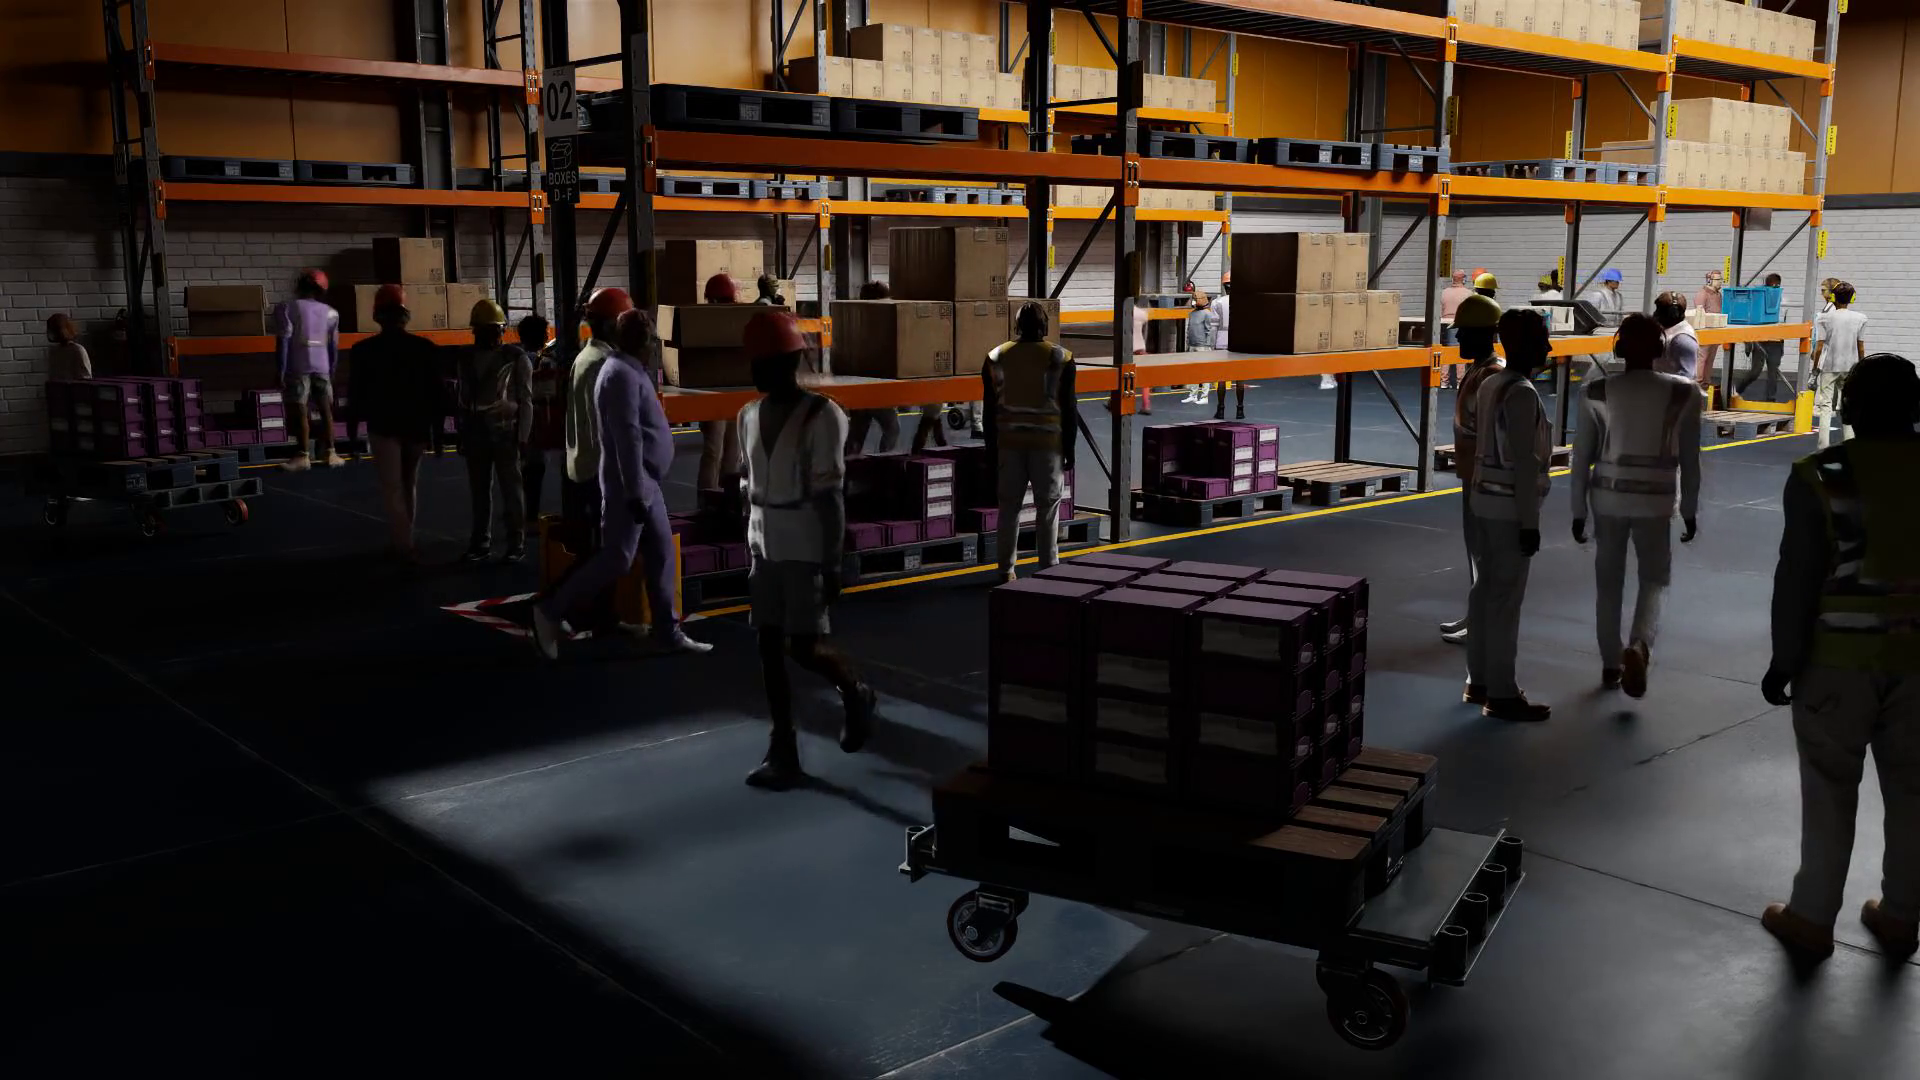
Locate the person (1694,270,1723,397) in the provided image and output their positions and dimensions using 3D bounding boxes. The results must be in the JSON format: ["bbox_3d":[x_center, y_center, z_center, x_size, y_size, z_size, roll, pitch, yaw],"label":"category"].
[{"bbox_3d":[11.384,-3.127,25.239,0.643,1.908,0.410,-8,13,-41],"label":"person"}]

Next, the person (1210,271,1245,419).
[{"bbox_3d":[3.529,-2.537,21.716,0.543,1.932,0.365,0,10,3],"label":"person"}]

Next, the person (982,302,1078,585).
[{"bbox_3d":[0.457,-0.604,10.686,0.629,1.837,0.429,3,10,17],"label":"person"}]

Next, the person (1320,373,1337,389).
[{"bbox_3d":[6.054,-3.352,26.781,0.771,1.834,0.507,-7,12,-36],"label":"person"}]

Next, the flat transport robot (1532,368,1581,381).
[{"bbox_3d":[9.674,-2.801,28.110,1.431,0.197,0.652,-2,10,-11],"label":"flat transport robot"}]

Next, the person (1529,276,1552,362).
[{"bbox_3d":[10.404,-3.818,29.696,0.315,1.769,0.524,-9,13,-43],"label":"person"}]

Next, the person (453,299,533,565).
[{"bbox_3d":[-3.237,-0.741,11.484,0.586,1.834,0.403,2,10,14],"label":"person"}]

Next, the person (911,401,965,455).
[{"bbox_3d":[-0.195,-1.485,15.688,0.565,1.880,0.997,9,13,42],"label":"person"}]

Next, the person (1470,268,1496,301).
[{"bbox_3d":[8.546,-3.509,27.416,0.374,1.928,0.543,-5,11,-26],"label":"person"}]

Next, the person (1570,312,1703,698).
[{"bbox_3d":[3.223,-0.157,7.980,0.586,1.866,0.715,5,11,25],"label":"person"}]

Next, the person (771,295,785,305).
[{"bbox_3d":[-2.074,-1.918,18.776,0.315,1.696,0.540,-9,13,-41],"label":"person"}]

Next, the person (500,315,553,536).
[{"bbox_3d":[-3.243,-0.860,12.634,0.546,1.687,0.360,9,13,44],"label":"person"}]

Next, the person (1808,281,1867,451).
[{"bbox_3d":[8.961,-1.705,17.021,0.513,1.872,0.331,1,10,8],"label":"person"}]

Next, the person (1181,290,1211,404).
[{"bbox_3d":[3.431,-2.775,23.973,0.280,1.634,0.498,-6,11,-31],"label":"person"}]

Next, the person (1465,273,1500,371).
[{"bbox_3d":[5.948,-2.074,19.013,0.369,1.928,0.586,-2,10,-13],"label":"person"}]

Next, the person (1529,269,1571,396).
[{"bbox_3d":[8.896,-3.123,25.112,0.745,1.942,0.624,-1,10,-4],"label":"person"}]

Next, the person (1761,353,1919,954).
[{"bbox_3d":[2.756,0.355,5.070,0.622,1.837,0.430,0,10,0],"label":"person"}]

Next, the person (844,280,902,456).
[{"bbox_3d":[-0.713,-1.312,14.620,0.744,1.909,0.650,-3,10,-19],"label":"person"}]

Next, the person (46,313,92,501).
[{"bbox_3d":[-7.742,-1.151,14.471,0.507,1.631,0.271,5,11,29],"label":"person"}]

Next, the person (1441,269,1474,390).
[{"bbox_3d":[7.920,-3.337,26.451,0.410,1.913,0.651,-8,13,-41],"label":"person"}]

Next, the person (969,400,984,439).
[{"bbox_3d":[0.277,-2.099,19.430,0.404,1.835,0.588,2,10,14],"label":"person"}]

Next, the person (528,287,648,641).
[{"bbox_3d":[-2.001,-0.385,9.031,0.601,1.960,0.663,-3,10,-19],"label":"person"}]

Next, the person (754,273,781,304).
[{"bbox_3d":[-2.127,-1.975,18.400,0.371,1.940,0.630,-3,10,-18],"label":"person"}]

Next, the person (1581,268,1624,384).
[{"bbox_3d":[9.946,-3.196,25.572,0.623,1.930,0.451,-7,12,-34],"label":"person"}]

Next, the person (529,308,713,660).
[{"bbox_3d":[-1.810,-0.288,8.769,0.881,1.863,0.670,-1,10,-6],"label":"person"}]

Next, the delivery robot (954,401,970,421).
[{"bbox_3d":[0.272,-1.662,20.338,0.707,0.478,0.477,8,13,39],"label":"delivery robot"}]

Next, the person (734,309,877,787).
[{"bbox_3d":[-0.644,0.028,6.729,0.556,1.919,0.577,7,12,35],"label":"person"}]

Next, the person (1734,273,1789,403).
[{"bbox_3d":[11.053,-2.716,22.885,0.596,1.897,0.744,-2,10,-11],"label":"person"}]

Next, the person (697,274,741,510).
[{"bbox_3d":[-1.821,-1.036,12.808,0.415,1.981,0.652,5,11,29],"label":"person"}]

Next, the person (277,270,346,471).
[{"bbox_3d":[-6.548,-1.688,16.598,0.399,1.994,0.759,9,13,41],"label":"person"}]

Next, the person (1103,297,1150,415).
[{"bbox_3d":[2.307,-2.555,22.446,0.547,1.716,0.922,-5,11,-27],"label":"person"}]

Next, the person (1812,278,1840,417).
[{"bbox_3d":[11.501,-2.540,22.003,0.344,1.839,0.506,3,10,17],"label":"person"}]

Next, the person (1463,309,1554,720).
[{"bbox_3d":[2.554,-0.122,7.713,0.353,1.883,0.573,0,10,0],"label":"person"}]

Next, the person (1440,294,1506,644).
[{"bbox_3d":[2.841,-0.383,9.155,0.394,1.919,0.582,1,10,7],"label":"person"}]

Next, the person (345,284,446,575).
[{"bbox_3d":[-3.818,-0.756,11.288,0.620,1.945,1.030,-7,12,-37],"label":"person"}]

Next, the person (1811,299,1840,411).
[{"bbox_3d":[11.953,-2.583,22.842,0.523,1.637,0.306,0,10,-1],"label":"person"}]

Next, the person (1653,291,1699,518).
[{"bbox_3d":[5.735,-1.096,13.540,0.429,1.842,0.636,1,10,7],"label":"person"}]
